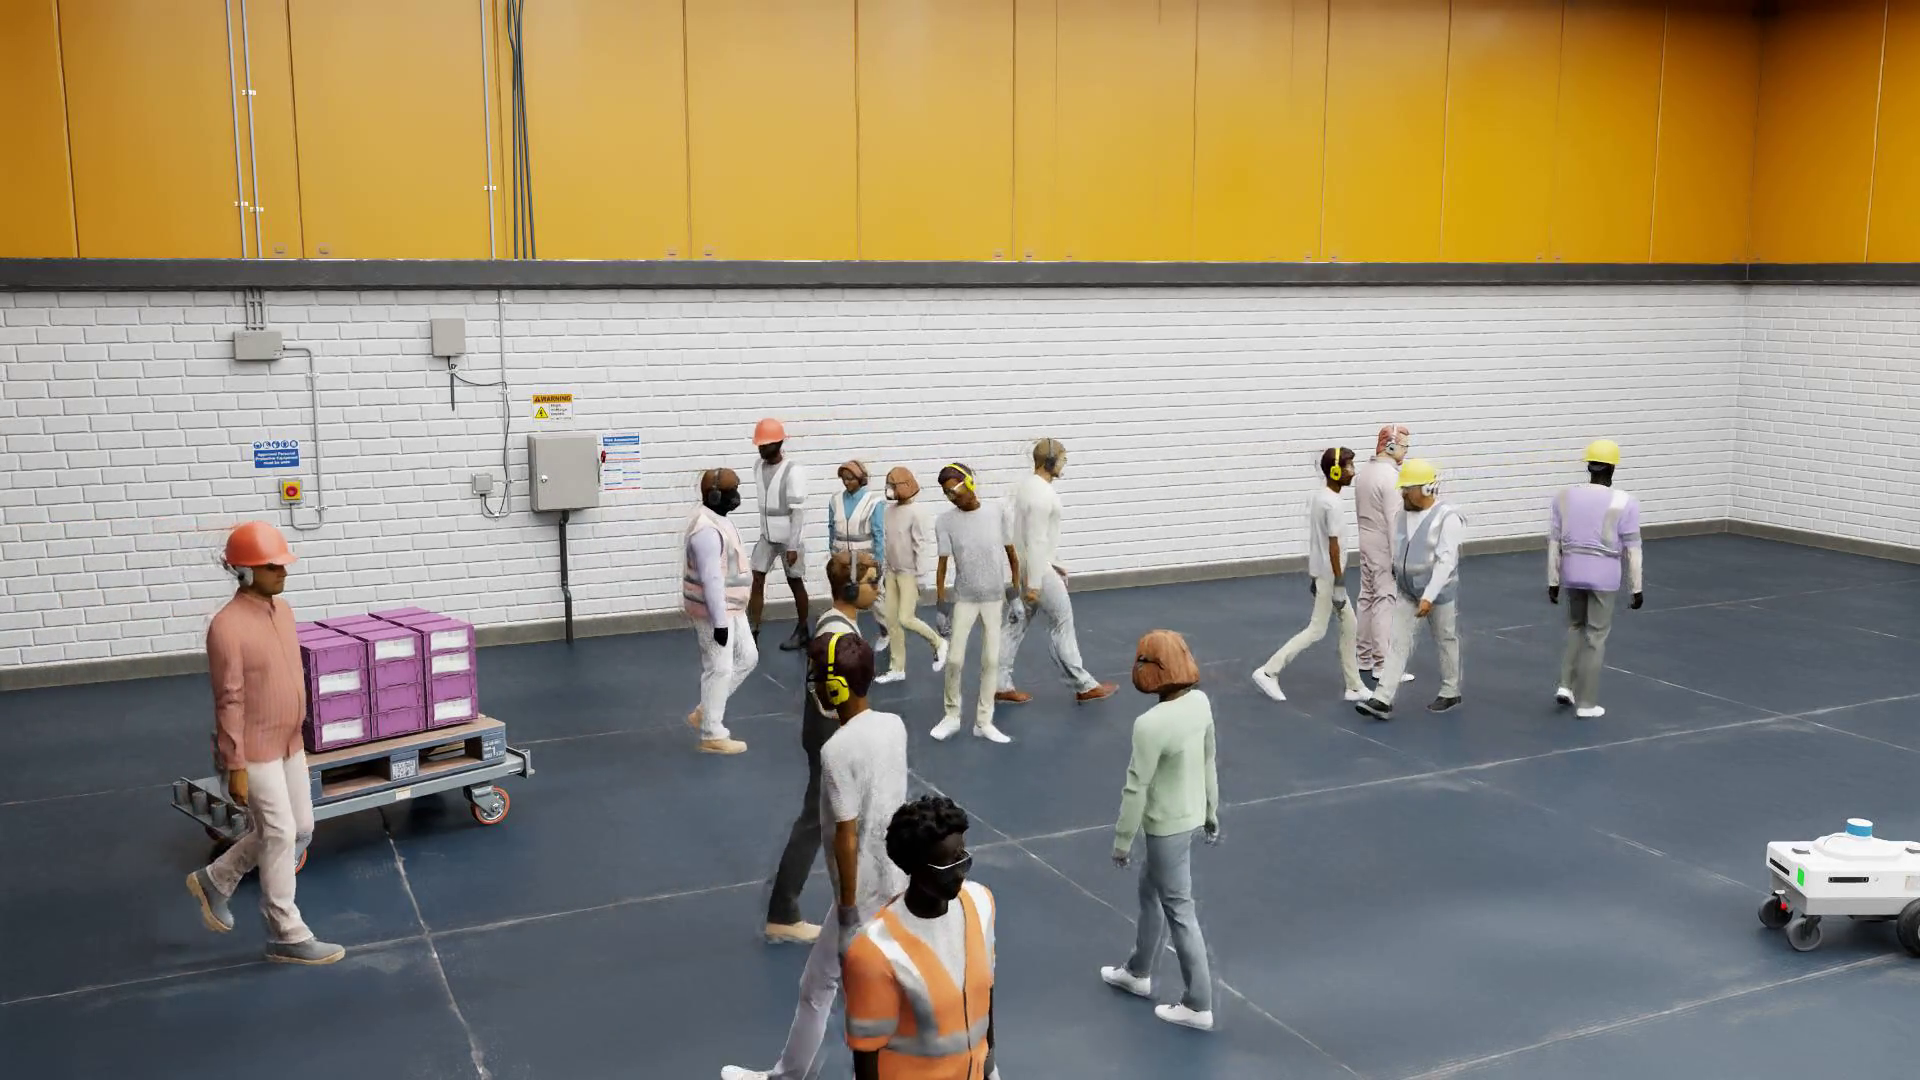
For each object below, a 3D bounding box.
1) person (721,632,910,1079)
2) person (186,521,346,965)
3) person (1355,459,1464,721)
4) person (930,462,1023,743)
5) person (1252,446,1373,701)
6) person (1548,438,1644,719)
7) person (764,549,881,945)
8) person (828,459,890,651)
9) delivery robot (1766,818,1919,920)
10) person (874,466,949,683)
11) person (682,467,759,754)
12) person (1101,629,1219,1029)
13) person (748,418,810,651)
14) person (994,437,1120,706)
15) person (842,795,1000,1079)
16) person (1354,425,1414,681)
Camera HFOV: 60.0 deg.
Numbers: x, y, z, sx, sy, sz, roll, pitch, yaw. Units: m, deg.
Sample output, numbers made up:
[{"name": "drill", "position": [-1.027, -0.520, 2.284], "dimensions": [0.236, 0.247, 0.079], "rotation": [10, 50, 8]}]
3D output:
[{"name": "person", "position": [-0.412, 1.204, 5.790], "dimensions": [0.964, 1.811, 0.571], "rotation": [5, 11, 29]}, {"name": "person", "position": [-3.098, 0.889, 7.264], "dimensions": [0.693, 1.975, 0.620], "rotation": [1, 9, 6]}, {"name": "person", "position": [3.085, 0.346, 11.237], "dimensions": [0.940, 1.768, 0.579], "rotation": [-6, 11, -34]}, {"name": "person", "position": [0.090, 0.405, 10.744], "dimensions": [0.634, 1.833, 0.364], "rotation": [-1, 9, -7]}, {"name": "person", "position": [2.541, 0.252, 11.676], "dimensions": [0.915, 1.833, 0.527], "rotation": [1, 9, 7]}, {"name": "person", "position": [4.320, 0.268, 11.328], "dimensions": [0.467, 1.911, 0.608], "rotation": [-8, 12, -41]}, {"name": "person", "position": [-0.452, 0.939, 7.499], "dimensions": [0.967, 1.793, 0.536], "rotation": [-1, 9, -4]}, {"name": "person", "position": [-0.772, 0.150, 13.016], "dimensions": [0.521, 1.602, 0.834], "rotation": [4, 10, 25]}, {"name": "delivery robot", "position": [4.053, 1.506, 7.529], "dimensions": [0.707, 0.478, 0.477], "rotation": [0, 9, 0]}, {"name": "person", "position": [-0.374, 0.254, 12.296], "dimensions": [0.503, 1.614, 0.512], "rotation": [-6, 11, -35]}, {"name": "person", "position": [-1.505, 0.448, 10.448], "dimensions": [0.450, 1.824, 0.650], "rotation": [0, 9, 1]}, {"name": "person", "position": [0.758, 1.147, 6.747], "dimensions": [0.706, 1.604, 0.533], "rotation": [7, 11, 35]}, {"name": "person", "position": [-1.487, -0.012, 13.087], "dimensions": [0.561, 1.889, 0.919], "rotation": [7, 12, 39]}, {"name": "person", "position": [0.663, 0.233, 11.602], "dimensions": [0.988, 1.888, 0.639], "rotation": [-1, 9, -9]}, {"name": "person", "position": [-0.141, 1.478, 4.506], "dimensions": [0.516, 1.679, 0.548], "rotation": [8, 12, 39]}, {"name": "person", "position": [3.189, 0.093, 12.429], "dimensions": [0.406, 1.902, 0.637], "rotation": [-1, 9, -9]}]
